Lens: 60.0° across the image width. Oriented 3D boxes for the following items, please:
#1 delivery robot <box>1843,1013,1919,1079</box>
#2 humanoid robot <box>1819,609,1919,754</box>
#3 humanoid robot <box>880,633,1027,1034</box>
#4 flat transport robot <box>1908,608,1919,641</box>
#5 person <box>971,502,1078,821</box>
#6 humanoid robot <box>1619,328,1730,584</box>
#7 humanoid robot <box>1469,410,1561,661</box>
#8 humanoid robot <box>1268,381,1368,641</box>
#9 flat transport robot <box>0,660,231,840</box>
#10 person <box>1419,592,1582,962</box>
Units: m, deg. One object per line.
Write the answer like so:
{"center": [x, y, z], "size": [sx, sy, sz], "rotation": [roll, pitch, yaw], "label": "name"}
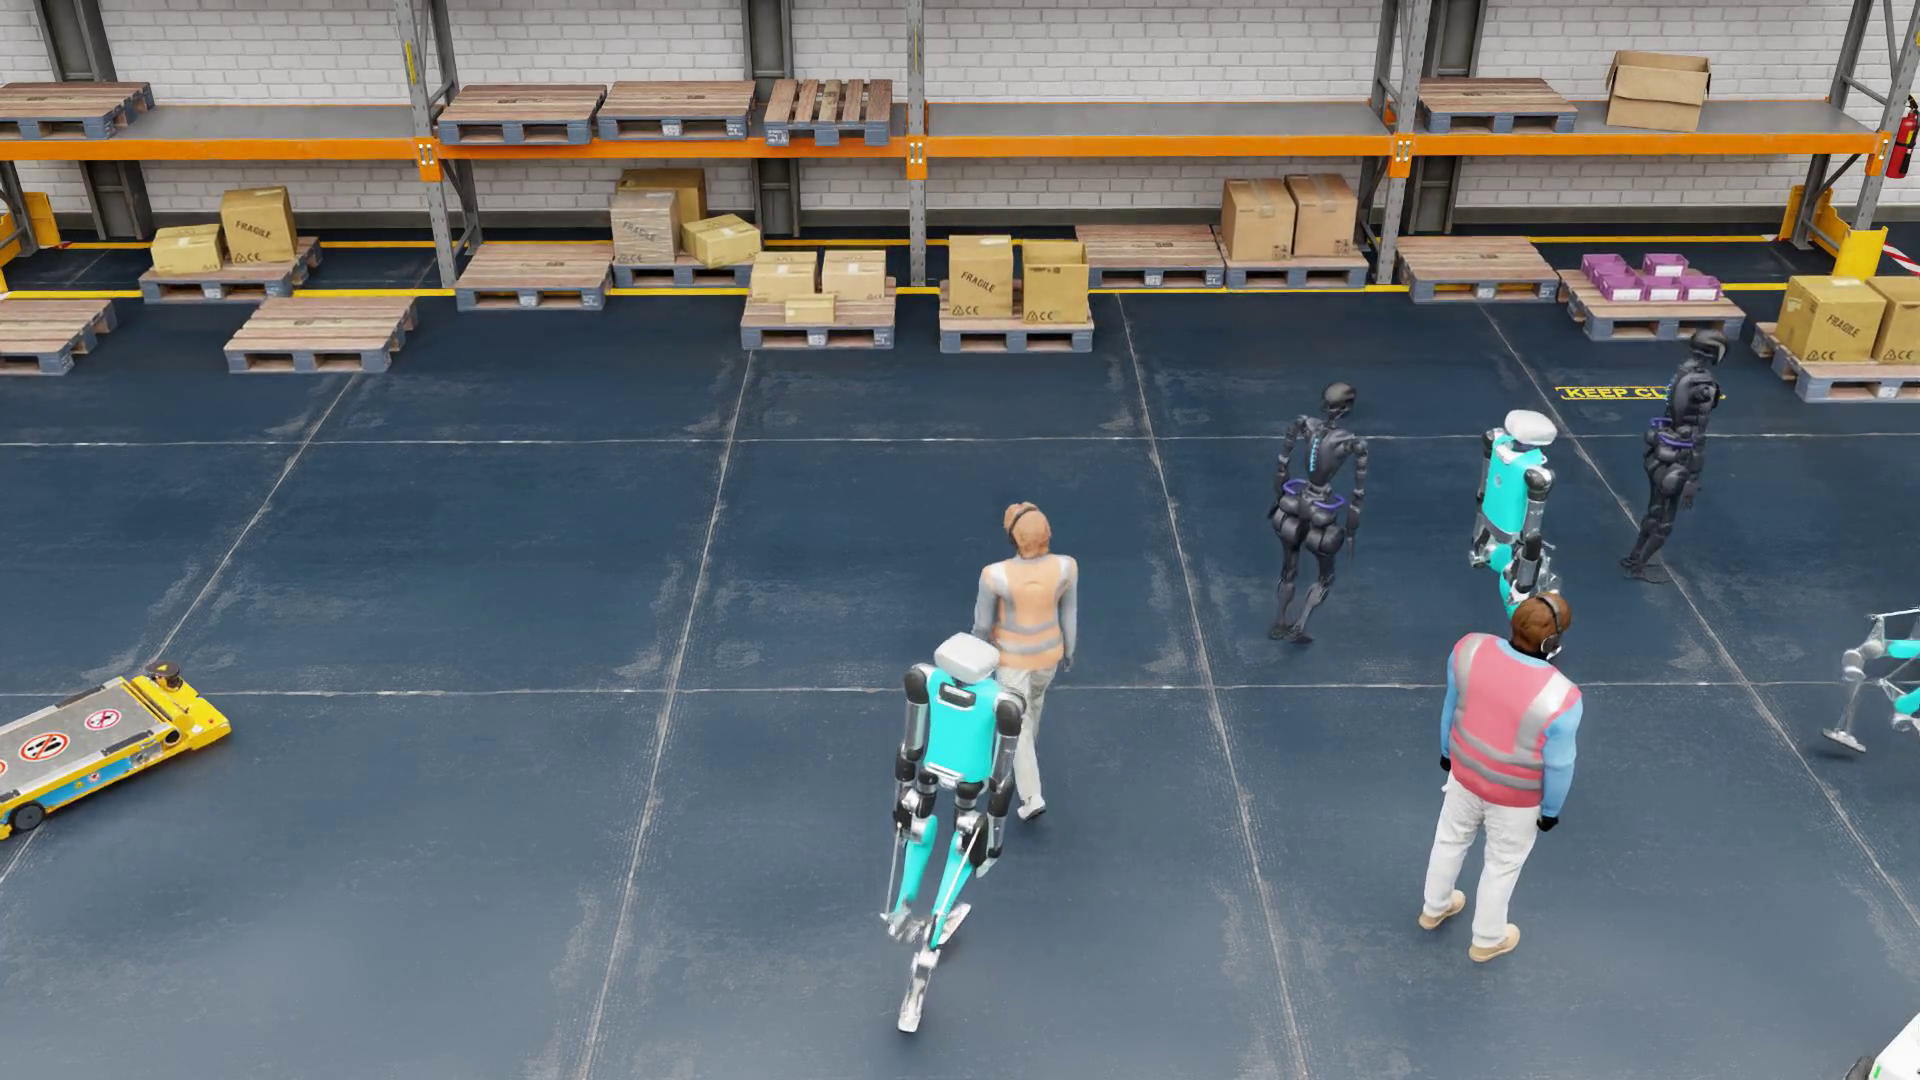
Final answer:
{"center": [3.907, 2.121, 6.619], "size": [0.805, 0.612, 0.499], "rotation": [-23, 38, -33], "label": "delivery robot"}
{"center": [4.765, 0.486, 8.218], "size": [1.043, 1.762, 0.549], "rotation": [16, 34, 24], "label": "humanoid robot"}
{"center": [-0.130, 1.290, 6.844], "size": [0.553, 1.728, 0.966], "rotation": [15, 34, 24], "label": "humanoid robot"}
{"center": [6.026, 0.743, 9.174], "size": [1.431, 0.231, 0.659], "rotation": [-22, 38, -32], "label": "flat transport robot"}
{"center": [0.336, 0.585, 8.135], "size": [0.522, 1.607, 0.790], "rotation": [-9, 32, -14], "label": "person"}
{"center": [4.231, -0.501, 9.887], "size": [0.347, 1.645, 0.587], "rotation": [1, 31, 1], "label": "humanoid robot"}
{"center": [3.107, 0.097, 8.916], "size": [1.035, 1.797, 0.563], "rotation": [-9, 32, -14], "label": "humanoid robot"}
{"center": [1.957, -0.138, 9.274], "size": [0.597, 1.649, 0.340], "rotation": [26, 39, 36], "label": "humanoid robot"}
{"center": [-4.606, 1.109, 8.565], "size": [0.659, 0.231, 1.431], "rotation": [26, 40, 36], "label": "flat transport robot"}
{"center": [2.345, 1.019, 7.203], "size": [0.431, 1.835, 0.628], "rotation": [-22, 38, -32], "label": "person"}
